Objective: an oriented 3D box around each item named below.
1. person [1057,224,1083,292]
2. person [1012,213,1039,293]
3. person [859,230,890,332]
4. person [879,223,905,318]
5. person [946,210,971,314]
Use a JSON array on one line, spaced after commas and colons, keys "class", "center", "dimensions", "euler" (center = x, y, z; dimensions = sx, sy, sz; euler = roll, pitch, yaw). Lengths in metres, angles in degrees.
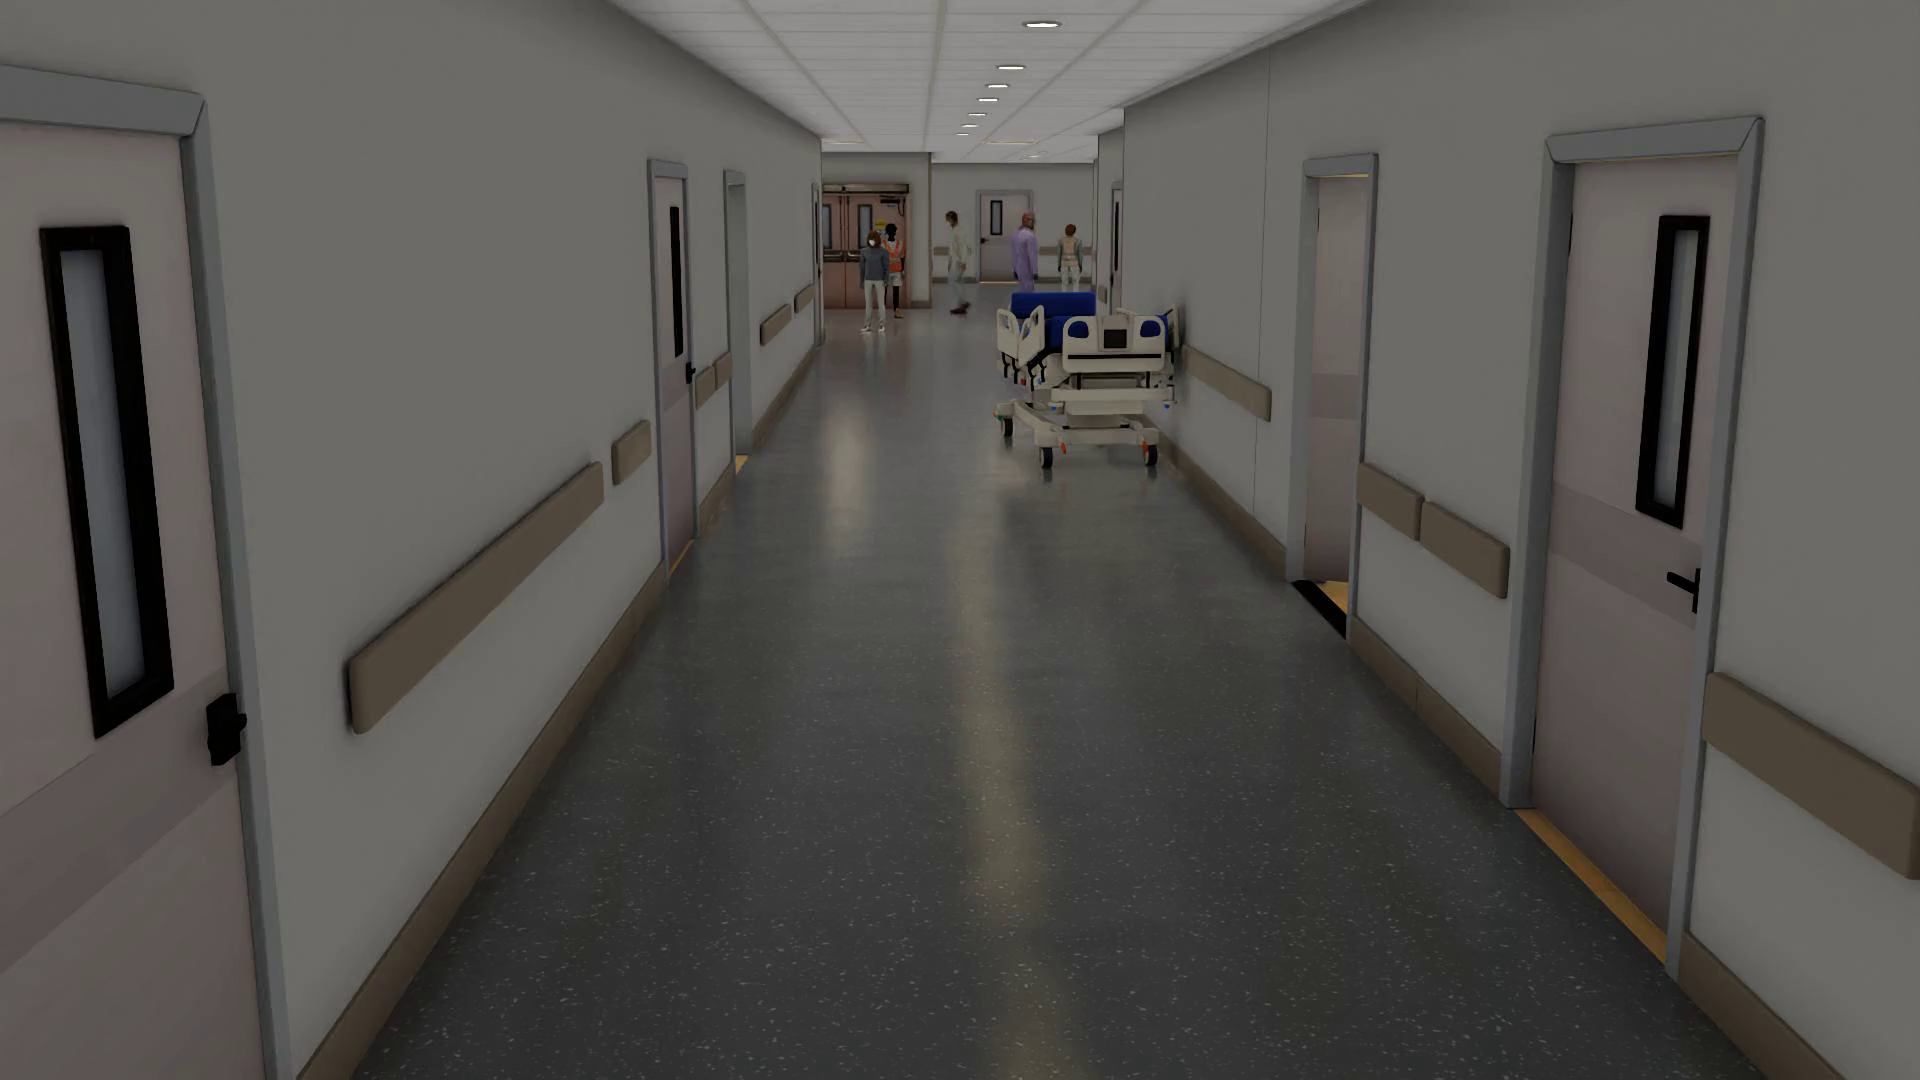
[{"class": "person", "center": [2.177, -5.421, 32.898], "dimensions": [0.517, 1.639, 0.312], "euler": [4, 12, 18]}, {"class": "person", "center": [1.141, -4.558, 28.059], "dimensions": [0.432, 1.891, 0.678], "euler": [-5, 12, -22]}, {"class": "person", "center": [-1.378, -4.162, 26.774], "dimensions": [0.507, 1.631, 0.268], "euler": [4, 12, 17]}, {"class": "person", "center": [-1.237, -4.811, 29.776], "dimensions": [0.529, 1.697, 0.321], "euler": [-3, 12, -16]}, {"class": "person", "center": [-0.068, -5.152, 30.904], "dimensions": [0.438, 1.915, 0.664], "euler": [-3, 12, -14]}]
